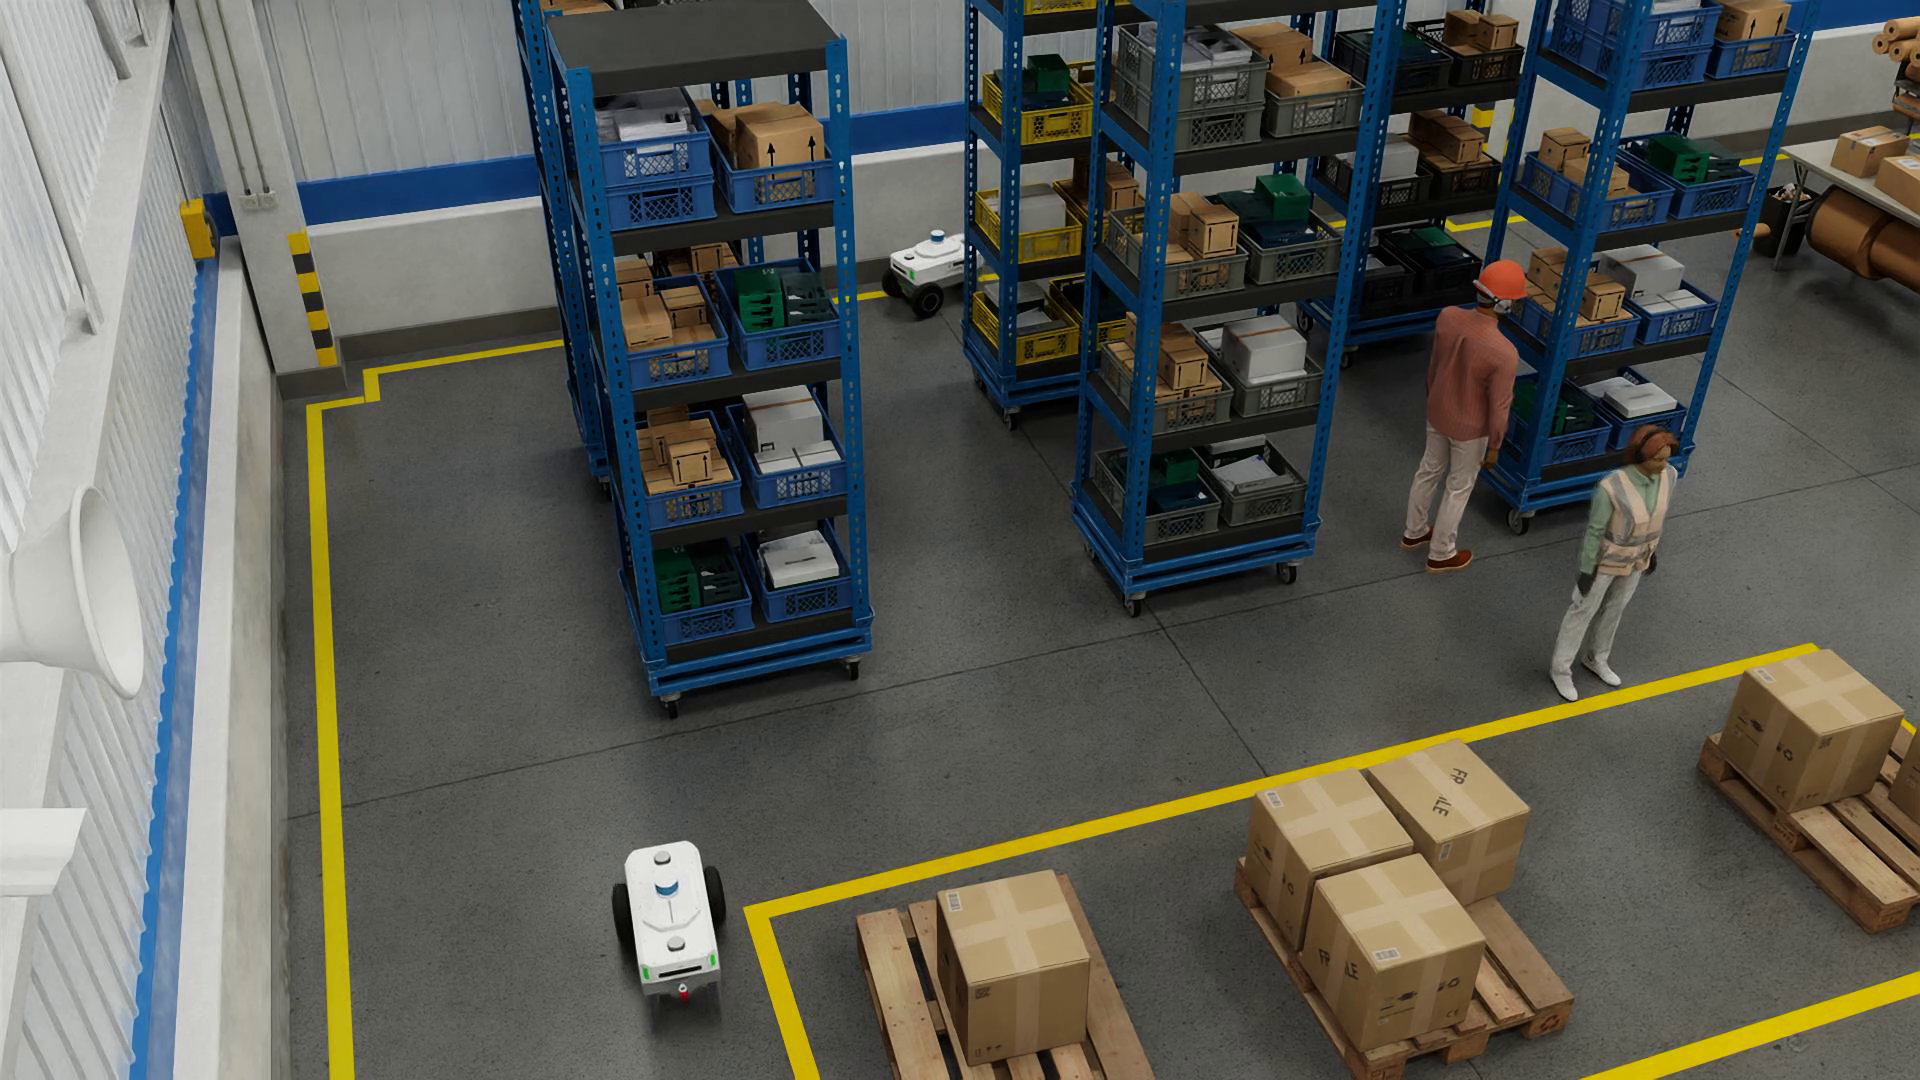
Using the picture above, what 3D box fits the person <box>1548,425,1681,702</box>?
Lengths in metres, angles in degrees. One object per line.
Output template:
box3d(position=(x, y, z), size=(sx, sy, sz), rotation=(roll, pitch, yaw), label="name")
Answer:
box3d(position=(3.436, 0.113, 8.697), size=(0.531, 1.634, 0.311), rotation=(-15, 38, -20), label="person")

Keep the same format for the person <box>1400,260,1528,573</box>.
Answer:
box3d(position=(2.904, -0.691, 9.546), size=(0.410, 1.980, 0.621), rotation=(-18, 39, -23), label="person")

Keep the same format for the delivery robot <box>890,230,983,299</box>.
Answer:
box3d(position=(-0.171, -2.134, 12.734), size=(0.707, 0.478, 0.477), rotation=(-22, 41, -28), label="delivery robot")

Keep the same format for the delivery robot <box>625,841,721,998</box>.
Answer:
box3d(position=(-1.276, 1.664, 7.349), size=(0.477, 0.478, 0.707), rotation=(-9, 36, -12), label="delivery robot")
